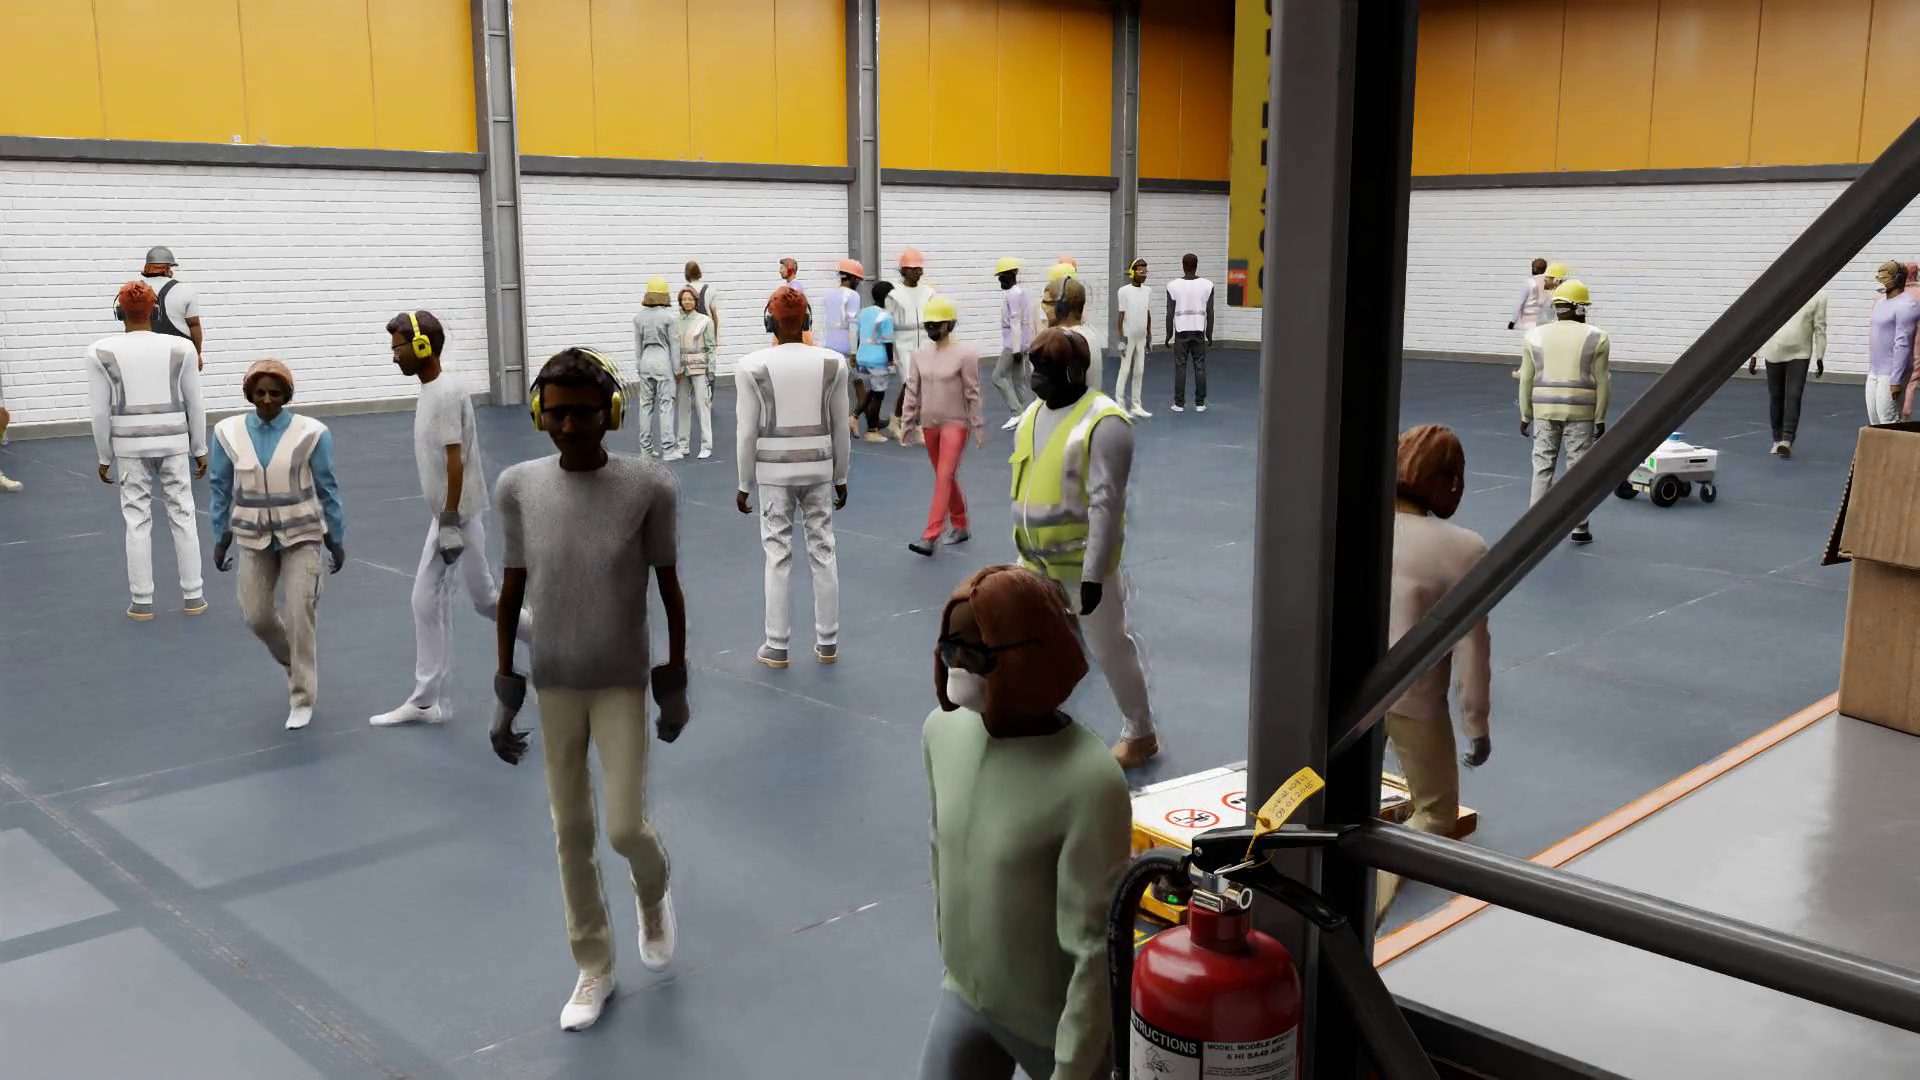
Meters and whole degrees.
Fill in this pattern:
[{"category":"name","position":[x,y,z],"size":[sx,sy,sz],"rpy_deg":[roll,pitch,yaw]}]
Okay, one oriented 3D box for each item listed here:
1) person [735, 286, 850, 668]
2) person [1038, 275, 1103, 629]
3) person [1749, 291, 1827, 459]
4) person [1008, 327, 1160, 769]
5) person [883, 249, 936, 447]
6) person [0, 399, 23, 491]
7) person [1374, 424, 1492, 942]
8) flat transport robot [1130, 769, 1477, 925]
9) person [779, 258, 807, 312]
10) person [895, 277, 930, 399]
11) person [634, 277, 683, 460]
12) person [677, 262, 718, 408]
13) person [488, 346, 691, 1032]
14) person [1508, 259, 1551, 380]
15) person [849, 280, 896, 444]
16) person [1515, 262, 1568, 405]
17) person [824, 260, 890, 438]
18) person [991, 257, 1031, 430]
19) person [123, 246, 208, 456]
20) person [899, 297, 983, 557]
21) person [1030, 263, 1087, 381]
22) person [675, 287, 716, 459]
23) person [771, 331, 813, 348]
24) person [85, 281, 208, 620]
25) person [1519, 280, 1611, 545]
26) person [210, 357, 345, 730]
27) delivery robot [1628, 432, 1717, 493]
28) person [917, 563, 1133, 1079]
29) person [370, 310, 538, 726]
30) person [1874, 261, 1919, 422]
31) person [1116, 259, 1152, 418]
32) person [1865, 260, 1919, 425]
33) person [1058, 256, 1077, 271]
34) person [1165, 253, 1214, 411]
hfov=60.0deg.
[{"category":"person","position":[-0.823,-0.305,8.230],"size":[0.573,1.886,0.355],"rpy_deg":[-4,11,-19]},{"category":"person","position":[0.593,-0.445,8.895],"size":[0.499,1.924,0.632],"rpy_deg":[4,11,20]},{"category":"person","position":[7.909,-1.755,15.951],"size":[0.657,1.947,0.980],"rpy_deg":[7,12,33]},{"category":"person","position":[0.414,0.075,6.462],"size":[0.988,1.791,0.635],"rpy_deg":[-8,13,-37]},{"category":"person","position":[-0.507,-1.973,17.038],"size":[0.619,1.999,1.050],"rpy_deg":[-7,12,-32]},{"category":"person","position":[-7.983,-1.348,13.545],"size":[0.675,2.018,0.624],"rpy_deg":[-4,11,-22]},{"category":"person","position":[1.219,0.476,4.703],"size":[0.442,1.609,0.581],"rpy_deg":[-10,14,-44]},{"category":"flat transport robot","position":[1.055,0.967,5.698],"size":[1.431,0.197,0.652],"rpy_deg":[-7,13,-35]},{"category":"person","position":[-2.101,-2.650,21.125],"size":[0.390,1.846,0.564],"rpy_deg":[-2,11,-9]},{"category":"person","position":[-0.618,-2.783,21.627],"size":[0.568,1.926,0.465],"rpy_deg":[8,13,39]},{"category":"person","position":[-2.868,-1.629,15.867],"size":[0.482,1.735,0.332],"rpy_deg":[4,11,23]},{"category":"person","position":[-3.297,-2.559,20.766],"size":[0.549,1.789,0.956],"rpy_deg":[-5,12,-26]},{"category":"person","position":[-1.006,0.394,4.528],"size":[0.506,1.846,0.450],"rpy_deg":[1,10,5]},{"category":"person","position":[8.368,-3.190,24.230],"size":[0.634,1.799,0.953],"rpy_deg":[-4,11,-22]},{"category":"person","position":[-0.872,-1.797,16.932],"size":[0.450,1.670,0.565],"rpy_deg":[-8,13,-36]},{"category":"person","position":[7.491,-2.564,20.794],"size":[0.886,1.804,0.580],"rpy_deg":[3,11,16]},{"category":"person","position":[-1.170,-2.026,17.656],"size":[0.599,1.865,0.954],"rpy_deg":[10,14,43]},{"category":"person","position":[0.587,-2.130,18.165],"size":[0.476,1.893,0.597],"rpy_deg":[2,11,12]},{"category":"person","position":[-7.679,-1.828,16.112],"size":[0.684,2.000,0.535],"rpy_deg":[-2,11,-11]},{"category":"person","position":[-0.143,-0.761,11.182],"size":[0.547,1.716,0.922],"rpy_deg":[7,12,33]},{"category":"person","position":[0.917,-1.618,15.414],"size":[0.605,1.882,0.990],"rpy_deg":[9,14,40]},{"category":"person","position":[-2.577,-1.597,15.943],"size":[0.523,1.641,0.306],"rpy_deg":[4,11,20]},{"category":"person","position":[-1.373,-1.184,13.590],"size":[0.367,1.688,0.535],"rpy_deg":[5,11,25]},{"category":"person","position":[-4.499,-0.491,9.257],"size":[0.576,1.882,0.355],"rpy_deg":[-6,12,-30]},{"category":"person","position":[4.176,-0.876,11.502],"size":[0.591,1.828,0.404],"rpy_deg":[6,12,30]},{"category":"person","position":[-2.979,-0.004,7.324],"size":[0.558,1.615,0.509],"rpy_deg":[-1,10,-7]},{"category":"delivery robot","position":[5.693,-0.619,13.320],"size":[0.707,0.478,0.477],"rpy_deg":[-4,11,-20]},{"category":"person","position":[0.071,0.826,2.855],"size":[0.845,1.579,0.520],"rpy_deg":[-9,14,-41]},{"category":"person","position":[-2.167,-0.107,7.357],"size":[0.889,1.820,0.597],"rpy_deg":[-6,12,-29]},{"category":"person","position":[10.126,-2.052,17.838],"size":[0.644,1.863,0.979],"rpy_deg":[8,13,36]},{"category":"person","position":[2.052,-2.352,19.483],"size":[0.506,1.861,0.330],"rpy_deg":[-8,13,-36]},{"category":"person","position":[7.814,-1.382,14.003],"size":[0.367,1.932,0.622],"rpy_deg":[2,11,10]},{"category":"person","position":[1.269,-2.542,20.490],"size":[0.559,1.880,1.024],"rpy_deg":[4,11,19]},{"category":"person","position":[2.785,-2.510,20.182],"size":[0.588,1.914,0.392],"rpy_deg":[0,10,0]}]
